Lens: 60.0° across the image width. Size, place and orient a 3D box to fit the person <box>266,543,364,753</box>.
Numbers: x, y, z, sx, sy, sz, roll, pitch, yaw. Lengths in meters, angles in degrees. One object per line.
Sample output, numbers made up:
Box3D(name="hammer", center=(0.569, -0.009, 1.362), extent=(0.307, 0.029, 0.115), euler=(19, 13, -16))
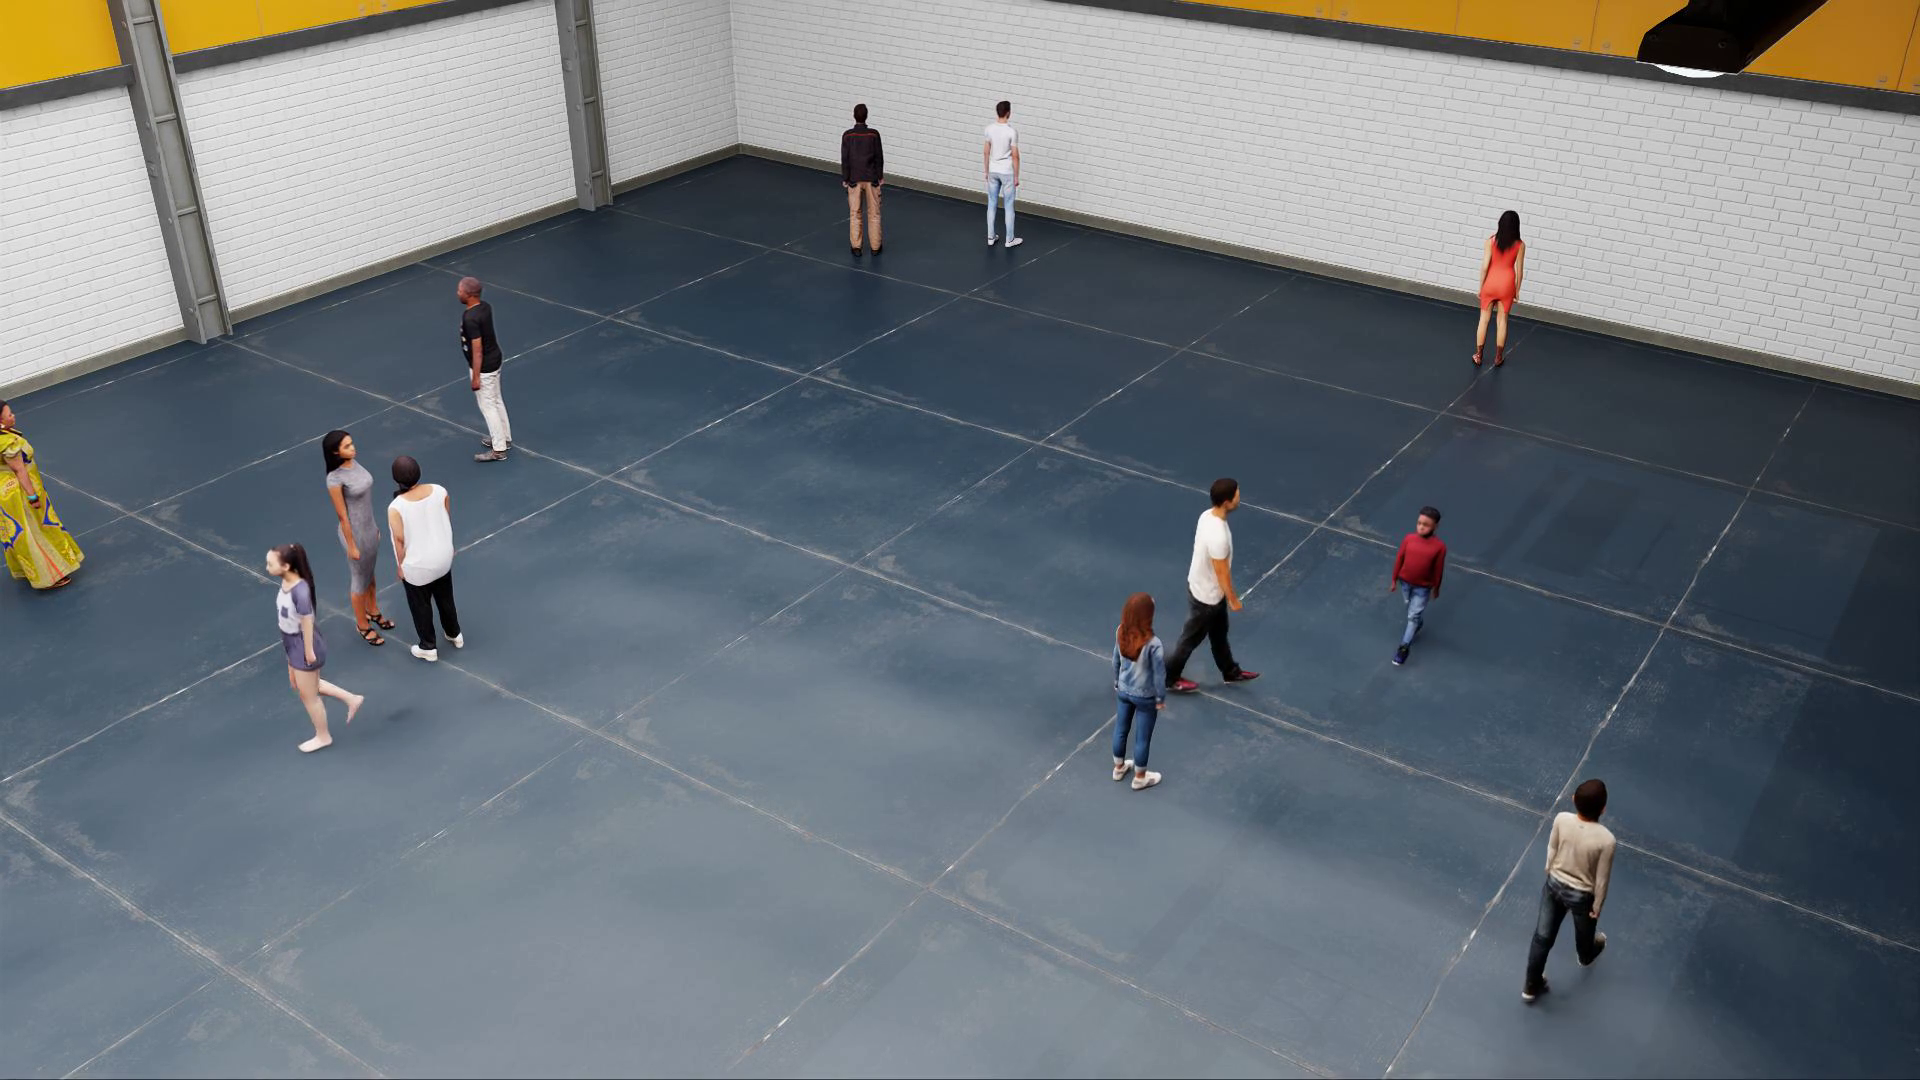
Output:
Box3D(name="person", center=(-4.497, 0.718, 11.649), extent=(0.851, 1.634, 0.762), euler=(-15, 32, -26))

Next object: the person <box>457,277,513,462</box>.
Box3D(name="person", center=(-4.511, -1.632, 15.778), extent=(0.821, 1.804, 0.723), euler=(0, 29, 0))

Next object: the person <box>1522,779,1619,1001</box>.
Box3D(name="person", center=(3.431, 2.029, 9.444), extent=(0.646, 1.443, 0.949), euler=(24, 37, 37))

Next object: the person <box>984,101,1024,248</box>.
Box3D(name="person", center=(0.536, -4.705, 21.364), extent=(0.652, 1.850, 0.557), euler=(16, 33, 27))

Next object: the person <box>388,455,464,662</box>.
Box3D(name="person", center=(-4.109, 0.118, 12.691), extent=(0.732, 1.688, 0.559), euler=(22, 36, 35))

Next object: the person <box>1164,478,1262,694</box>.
Box3D(name="person", center=(1.705, 0.375, 12.139), extent=(1.003, 1.765, 1.044), euler=(3, 29, 5))

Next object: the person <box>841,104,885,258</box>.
Box3D(name="person", center=(-1.224, -4.541, 20.985), extent=(0.788, 1.925, 0.831), euler=(-3, 29, -5))

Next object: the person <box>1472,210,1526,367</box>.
Box3D(name="person", center=(5.768, -2.697, 17.819), extent=(0.656, 1.719, 0.629), euler=(7, 29, 12))

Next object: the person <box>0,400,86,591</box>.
Box3D(name="person", center=(-7.720, -0.387, 13.645), extent=(0.878, 1.661, 0.800), euler=(23, 36, 36))

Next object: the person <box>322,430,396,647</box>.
Box3D(name="person", center=(-4.663, -0.030, 12.866), extent=(0.722, 1.781, 0.612), euler=(3, 29, 5))

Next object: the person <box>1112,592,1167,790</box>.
Box3D(name="person", center=(1.198, 1.016, 11.266), extent=(0.593, 1.476, 0.533), euler=(24, 37, 37))

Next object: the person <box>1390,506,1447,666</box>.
Box3D(name="person", center=(3.553, 0.291, 12.848), extent=(0.533, 1.233, 0.877), euler=(20, 34, 32))
